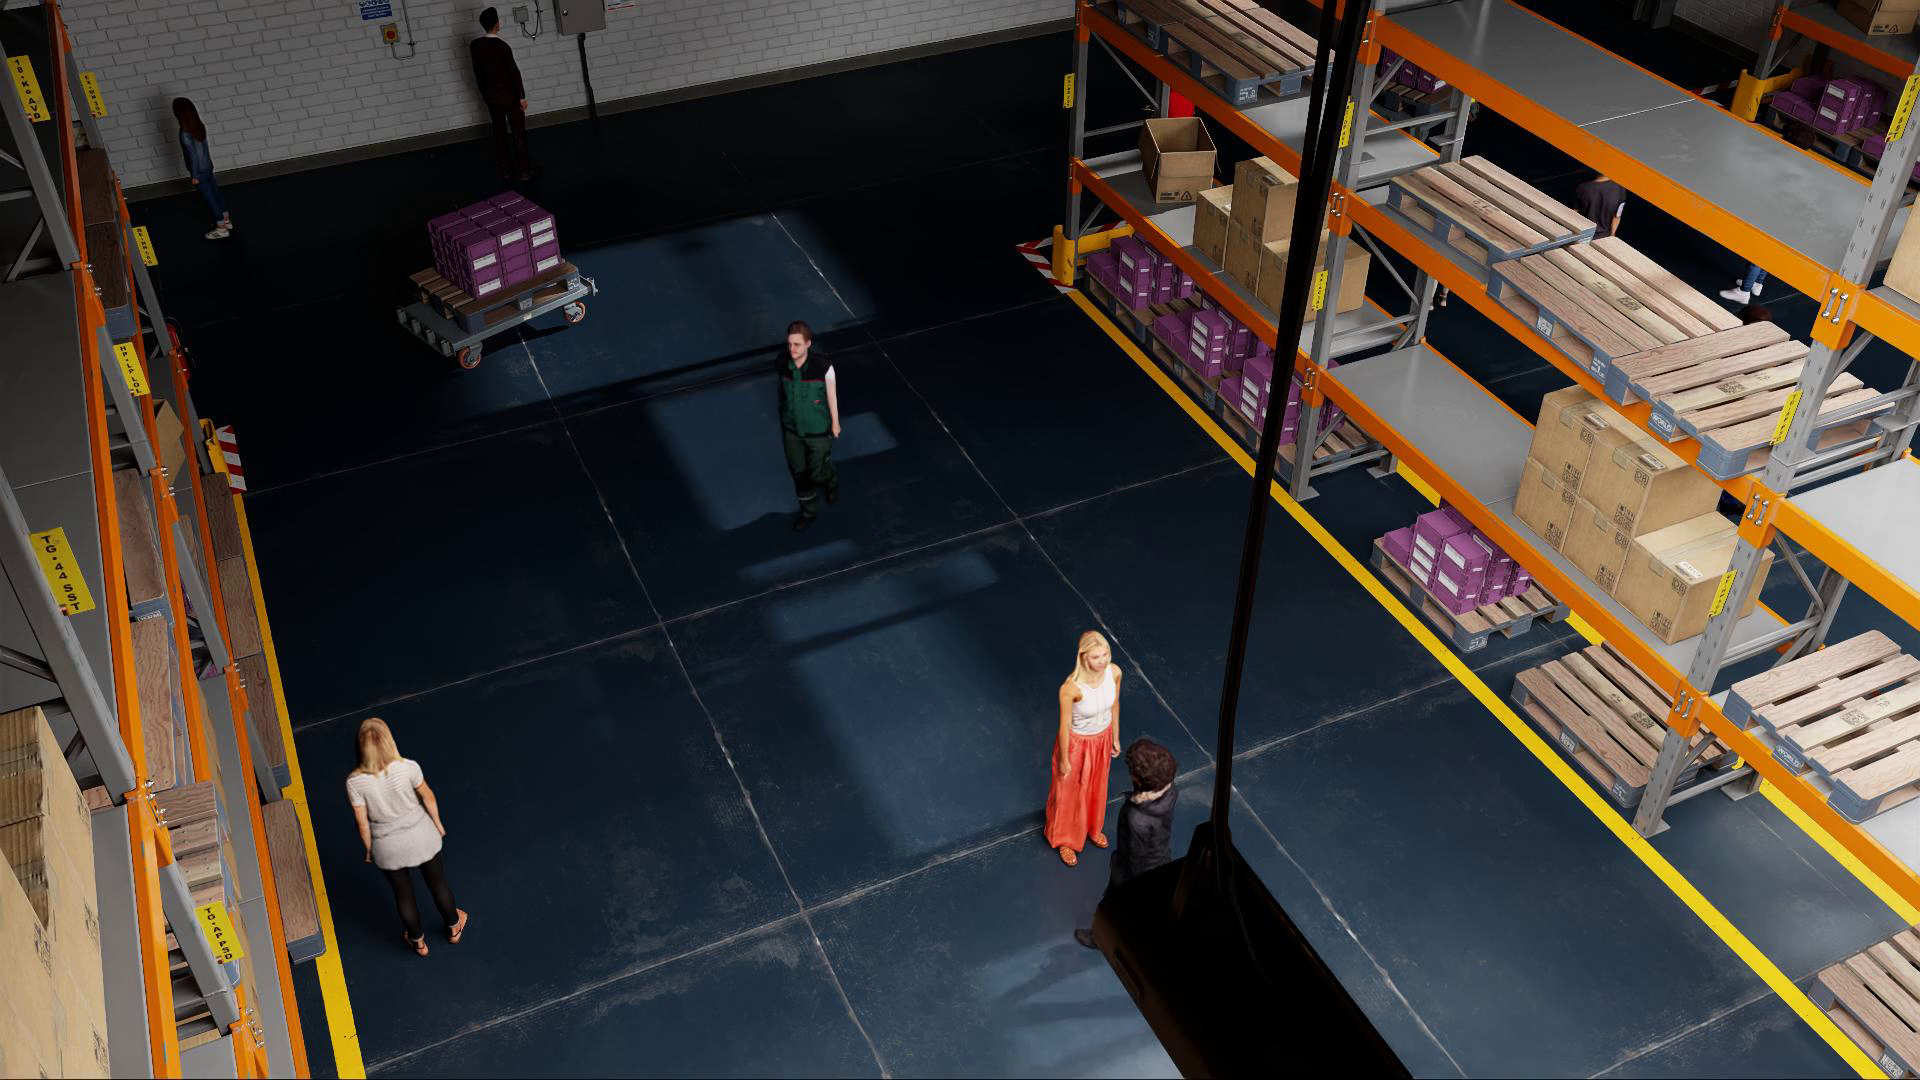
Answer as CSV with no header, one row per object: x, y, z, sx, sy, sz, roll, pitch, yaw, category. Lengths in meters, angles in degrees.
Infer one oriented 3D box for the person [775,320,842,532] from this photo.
-1.159,-0.925,12.974,0.910,1.830,0.974,12,40,15,person

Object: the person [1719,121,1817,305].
7.667,-3.099,15.712,0.734,1.811,0.678,-28,47,-31,person

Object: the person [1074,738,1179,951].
1.139,1.866,9.544,1.191,1.750,1.033,20,43,23,person

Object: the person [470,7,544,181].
-4.871,-4.744,17.728,0.777,1.866,0.823,10,40,13,person

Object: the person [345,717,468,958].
-3.227,1.737,9.646,0.605,1.825,0.508,-16,41,-19,person

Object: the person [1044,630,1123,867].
0.772,1.255,10.266,0.653,1.803,0.620,-23,44,-26,person

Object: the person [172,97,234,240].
-7.674,-3.770,16.822,0.692,1.475,0.550,-2,39,-3,person
